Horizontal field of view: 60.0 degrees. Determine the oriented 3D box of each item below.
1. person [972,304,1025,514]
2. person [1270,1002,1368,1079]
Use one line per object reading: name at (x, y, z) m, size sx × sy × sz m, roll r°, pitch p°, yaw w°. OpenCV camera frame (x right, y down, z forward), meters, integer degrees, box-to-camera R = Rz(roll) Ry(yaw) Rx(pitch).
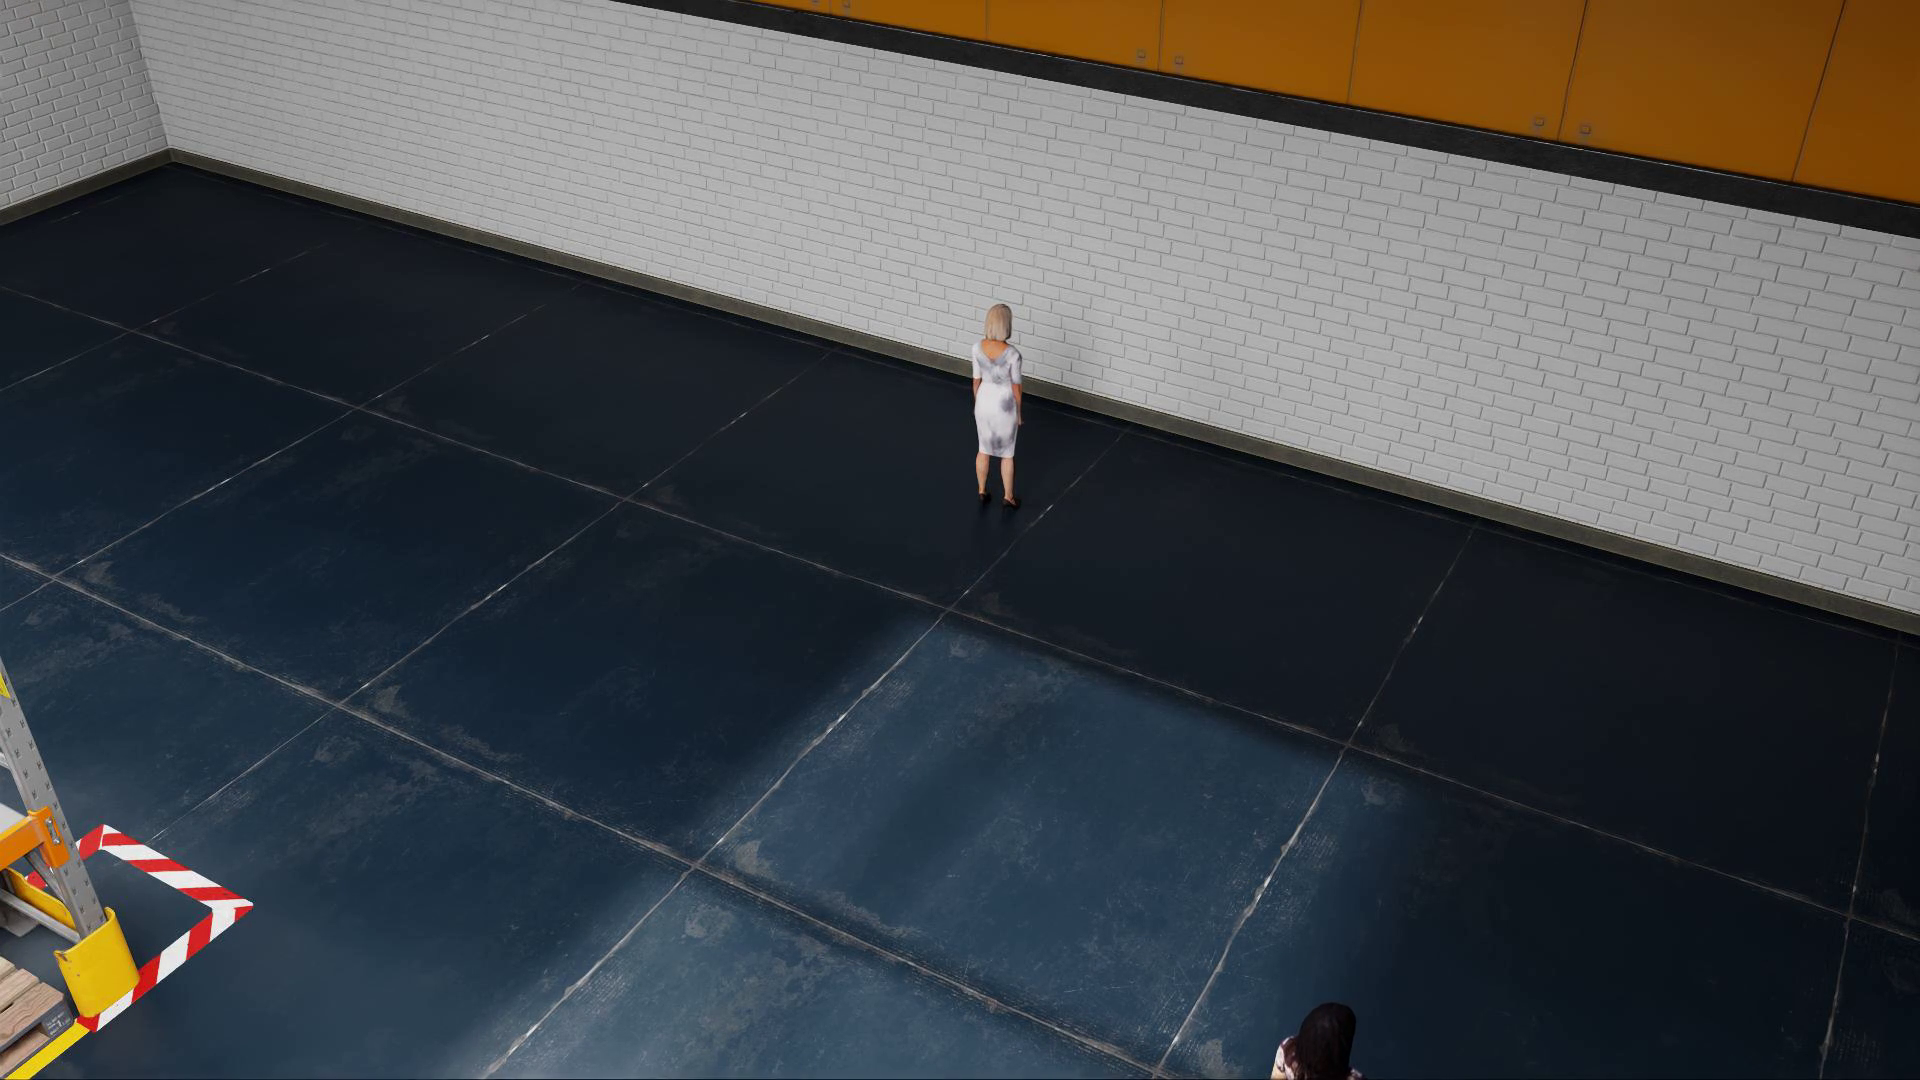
person at (0.288, -1.002, 12.738) m, size 0.581 × 1.751 × 0.533 m, roll 13°, pitch 36°, yaw 19°
person at (1.522, 2.646, 7.266) m, size 0.616 × 1.733 × 0.509 m, roll 21°, pitch 39°, yaw 28°
